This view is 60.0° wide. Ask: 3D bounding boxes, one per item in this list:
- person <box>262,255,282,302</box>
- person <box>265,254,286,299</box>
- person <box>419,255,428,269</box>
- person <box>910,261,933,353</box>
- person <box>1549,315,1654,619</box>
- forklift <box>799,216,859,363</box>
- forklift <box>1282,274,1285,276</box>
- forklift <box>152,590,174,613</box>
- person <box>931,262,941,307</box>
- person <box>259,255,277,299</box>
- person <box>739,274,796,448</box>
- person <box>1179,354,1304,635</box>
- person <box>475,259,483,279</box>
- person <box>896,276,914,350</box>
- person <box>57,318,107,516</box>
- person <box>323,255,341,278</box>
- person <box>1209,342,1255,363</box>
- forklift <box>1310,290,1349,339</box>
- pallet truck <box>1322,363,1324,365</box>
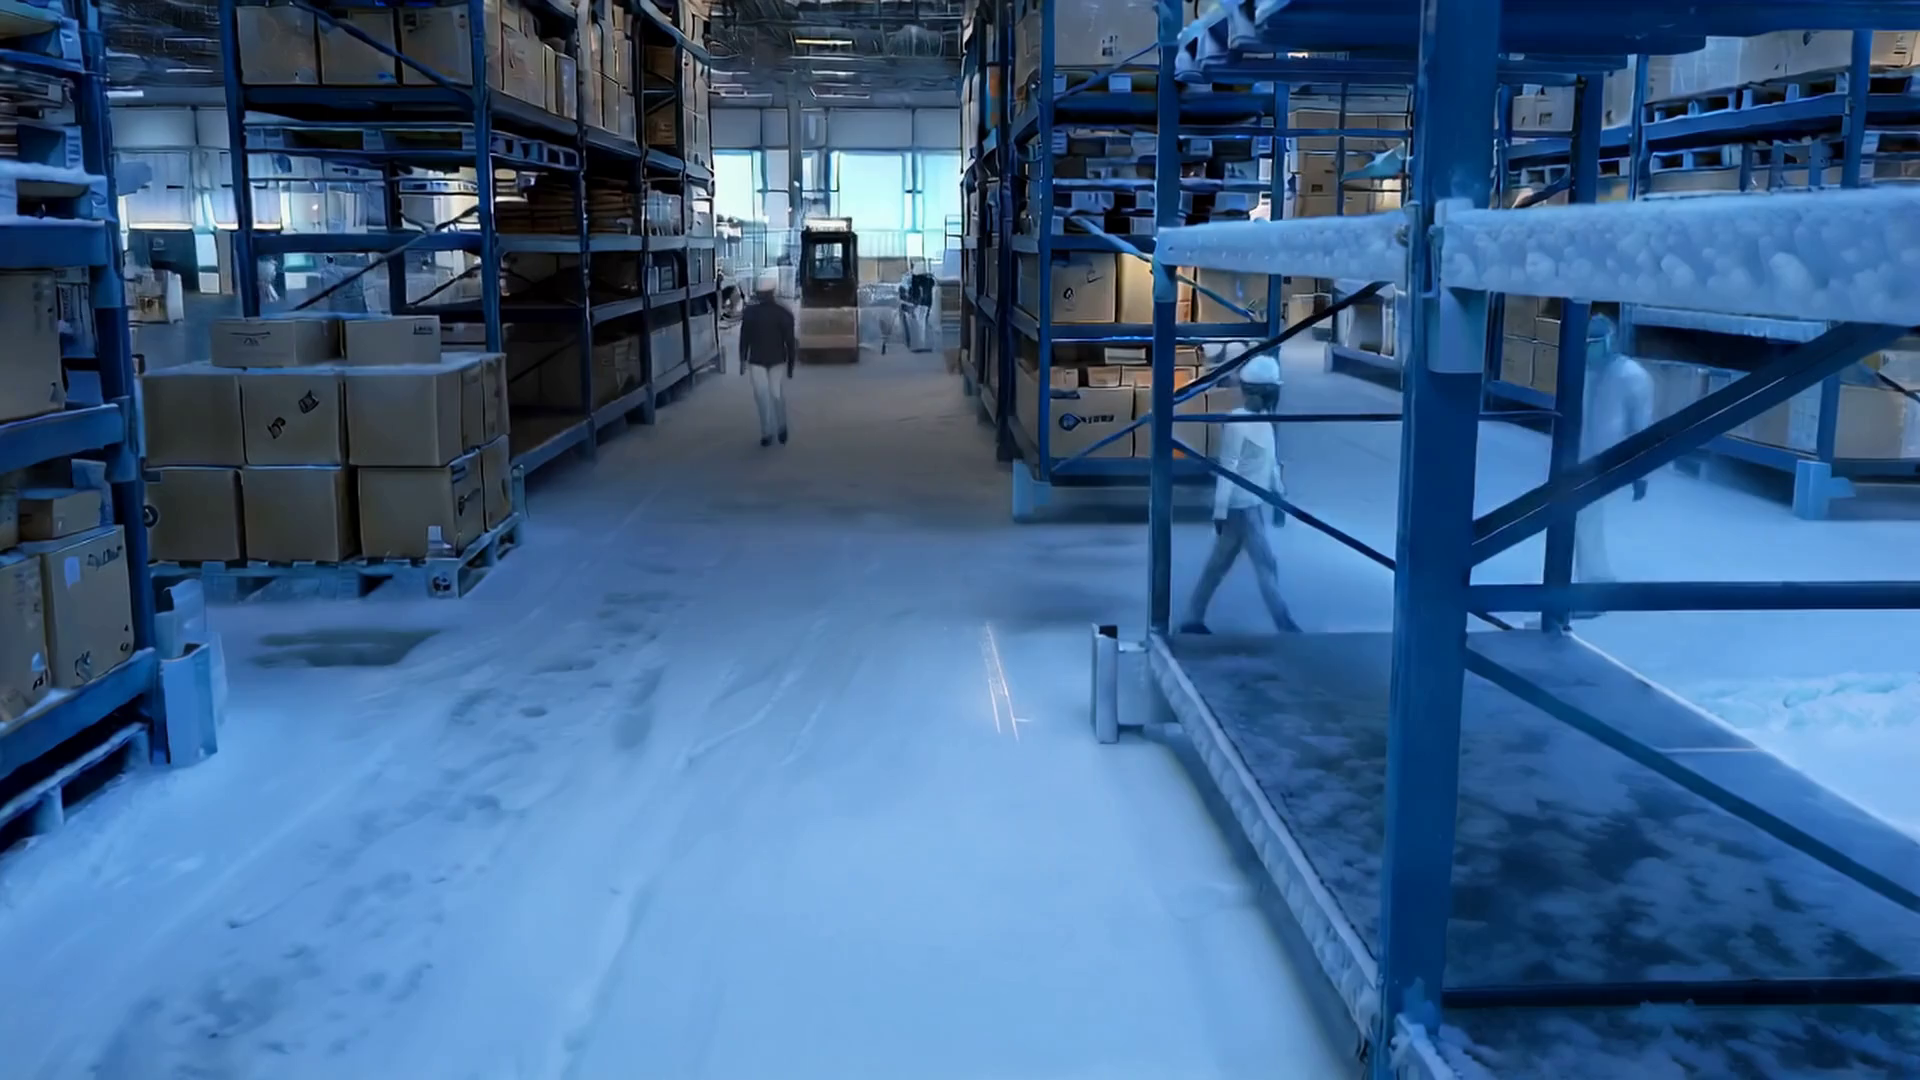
[{"bbox_3d":[-27.058,-10.264,65.288,0.911,1.827,0.516,3,11,16],"label":"person"},{"bbox_3d":[-28.266,-10.848,68.432,1.043,1.860,0.601,1,10,6],"label":"person"},{"bbox_3d":[-17.817,-8.524,55.384,0.349,1.882,0.584,-3,11,-17],"label":"person"},{"bbox_3d":[-0.818,-4.917,35.139,0.353,1.936,0.633,8,13,37],"label":"person"},{"bbox_3d":[3.942,-0.450,10.380,0.601,1.885,0.670,-4,11,-23],"label":"person"},{"bbox_3d":[-2.546,-4.878,32.293,1.129,2.768,1.873,0,10,-2],"label":"forklift"},{"bbox_3d":[12.317,-10.212,62.011,1.129,2.768,1.873,-3,11,-17],"label":"forklift"},{"bbox_3d":[-5.858,-0.811,9.639,1.873,2.768,1.129,-1,10,-3],"label":"forklift"},{"bbox_3d":[-0.663,-6.767,45.863,0.949,1.792,0.644,-5,11,-26],"label":"person"},{"bbox_3d":[-28.144,-10.696,67.708,0.925,1.793,0.627,0,10,3],"label":"person"},{"bbox_3d":[-2.200,-2.031,18.951,0.621,1.973,0.435,2,10,9],"label":"person"},{"bbox_3d":[1.673,-0.203,9.490,0.927,1.709,0.537,5,11,26],"label":"person"},{"bbox_3d":[-16.764,-9.120,58.611,0.583,1.921,0.390,-6,12,-30],"label":"person"},{"bbox_3d":[-1.128,-4.932,36.210,0.524,1.587,0.845,-5,11,-26],"label":"person"},{"bbox_3d":[-7.159,-0.913,13.407,0.808,1.741,0.533,9,14,42],"label":"person"},{"bbox_3d":[-20.274,-8.204,53.522,0.633,1.920,0.705,5,12,28],"label":"person"},{"bbox_3d":[5.344,-4.342,32.085,1.008,1.878,0.569,1,10,4],"label":"person"},{"bbox_3d":[9.410,-6.178,39.539,1.873,2.768,1.129,-5,12,-28],"label":"forklift"},{"bbox_3d":[7.712,-4.157,30.737,1.885,1.965,0.823,3,11,16],"label":"pallet truck"}]
